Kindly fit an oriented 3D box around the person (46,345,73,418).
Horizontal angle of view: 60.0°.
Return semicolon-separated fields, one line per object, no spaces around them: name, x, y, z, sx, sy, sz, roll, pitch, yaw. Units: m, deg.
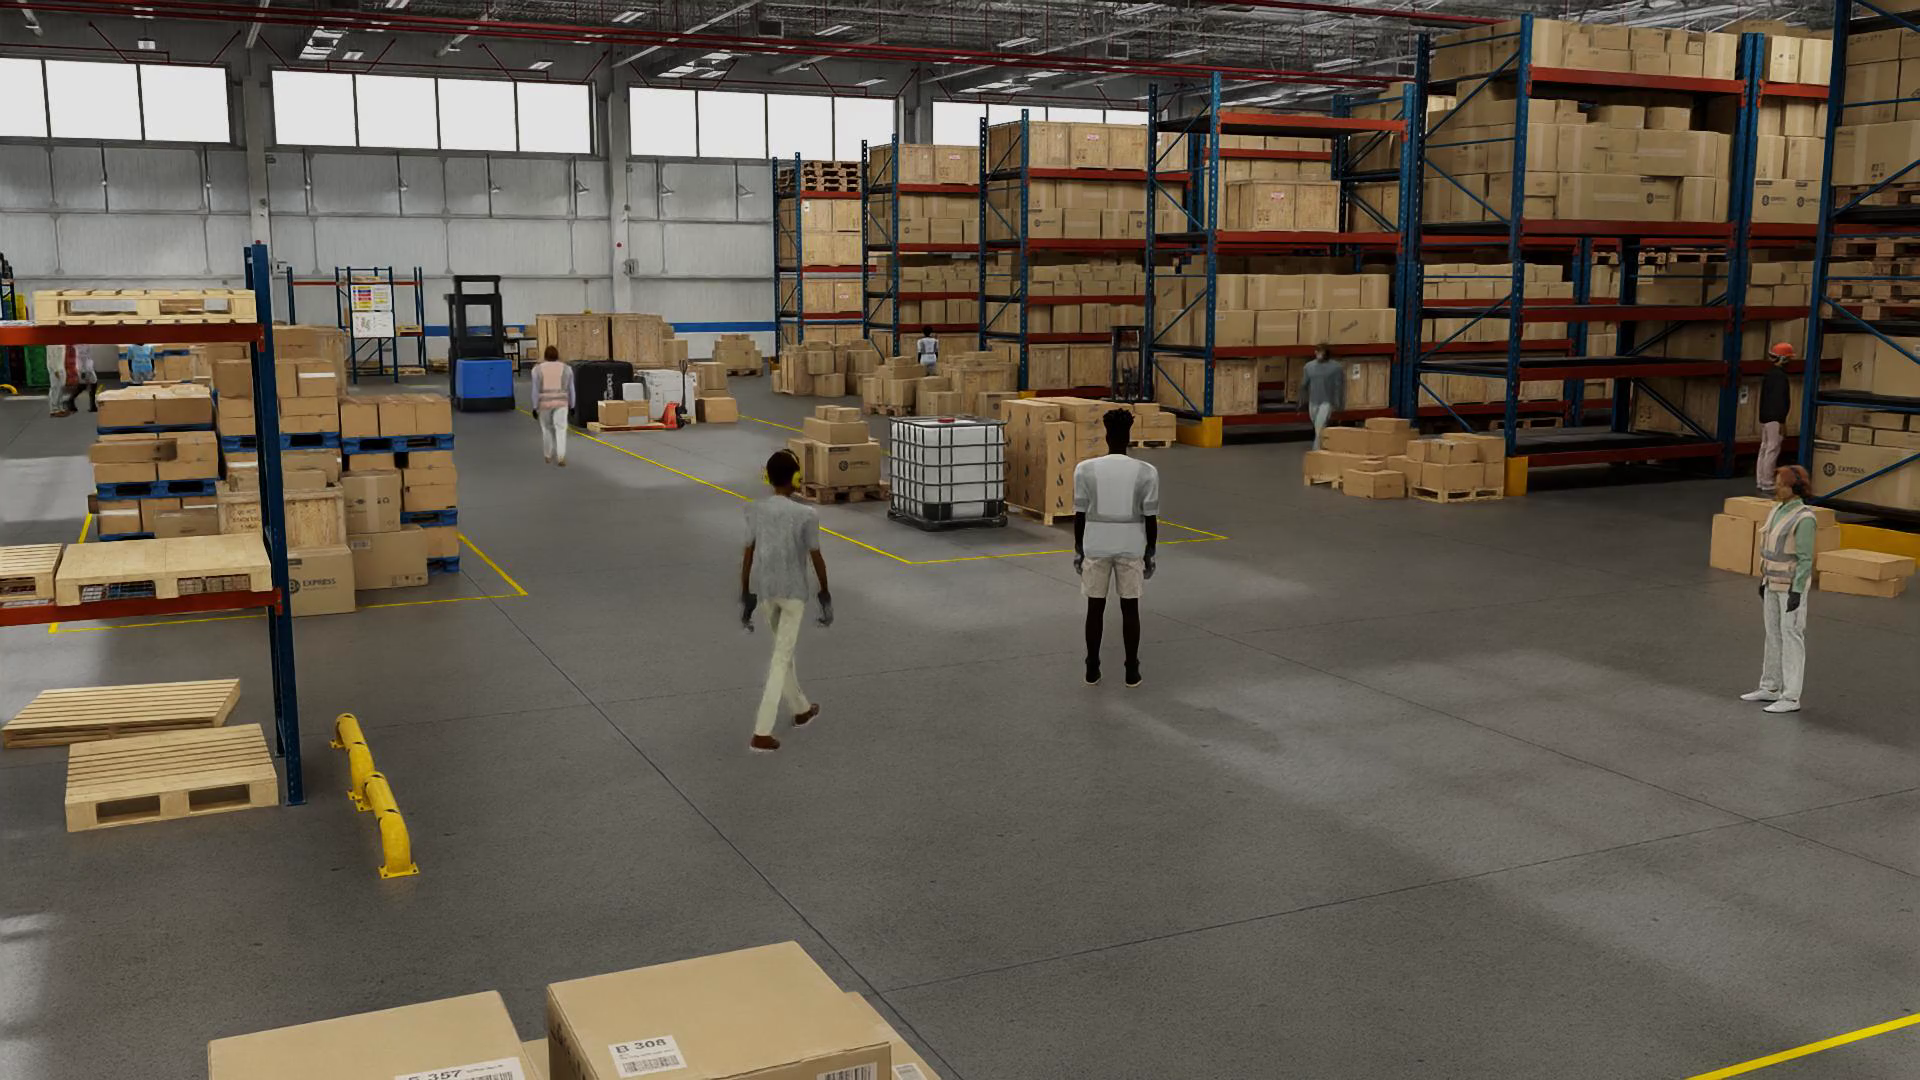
person;-17.981;-3.400;33.146;0.369;1.930;0.631;-2;9;-11

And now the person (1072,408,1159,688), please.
person;1.081;0.061;11.583;0.599;1.959;0.377;1;9;5

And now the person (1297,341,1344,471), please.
person;5.314;-1.971;24.420;0.631;1.893;1.039;8;12;42

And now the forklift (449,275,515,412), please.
forklift;-10.028;-4.131;34.716;1.129;2.768;1.873;-4;10;-25

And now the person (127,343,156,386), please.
person;-16.951;-3.501;34.459;0.539;1.698;0.318;-7;12;-37

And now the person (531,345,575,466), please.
person;-6.088;-2.011;24.929;0.641;1.807;0.934;-2;9;-14

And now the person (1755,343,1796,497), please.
person;10.536;-1.551;21.494;0.399;1.990;0.617;1;9;9

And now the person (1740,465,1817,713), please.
person;5.437;0.316;10.968;0.307;1.640;0.513;0;9;0

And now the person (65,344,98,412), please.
person;-18.034;-3.540;34.116;0.552;1.895;0.725;8;12;42

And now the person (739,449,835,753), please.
person;-1.061;0.351;10.212;0.530;1.817;1.003;3;10;20

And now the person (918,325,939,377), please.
person;-0.725;-4.000;37.562;0.529;1.697;0.321;-4;10;-25

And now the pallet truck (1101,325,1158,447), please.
pallet truck;2.881;-2.596;27.923;0.823;1.965;1.885;-1;9;-7
